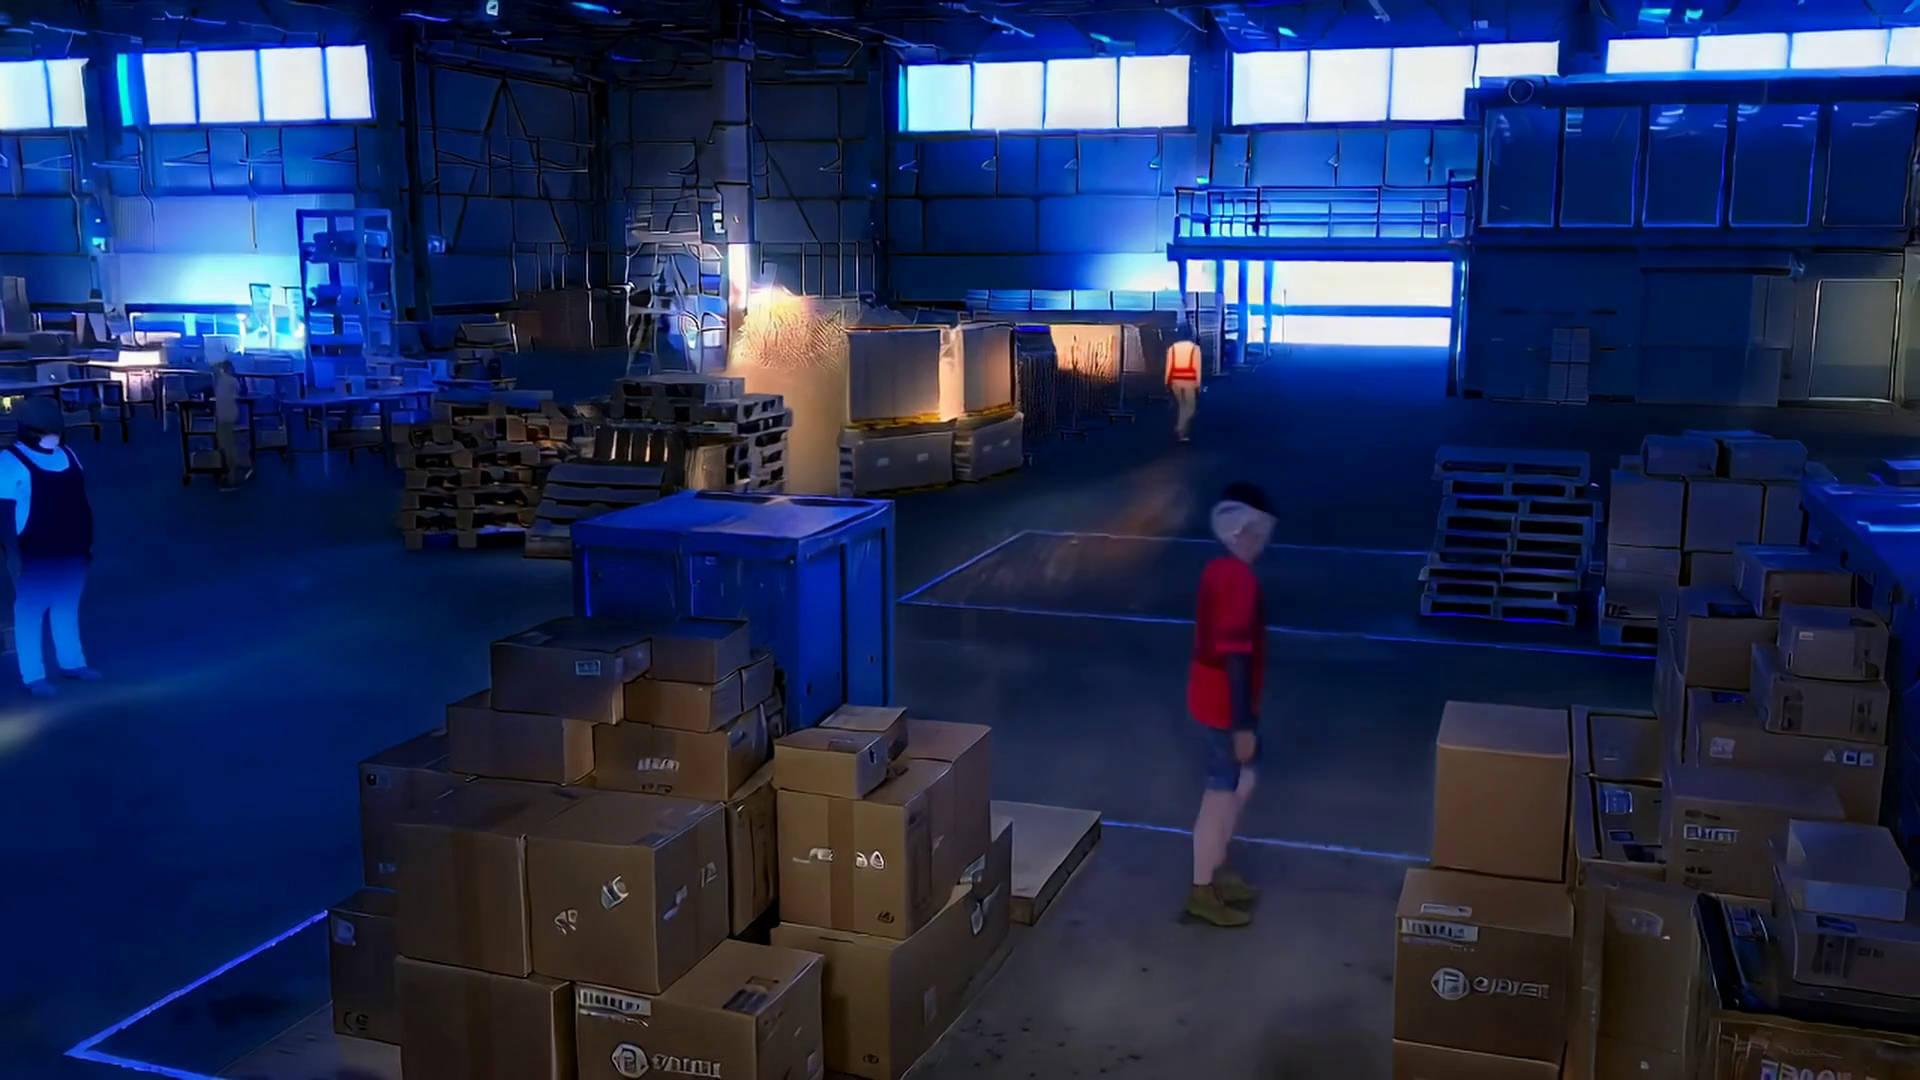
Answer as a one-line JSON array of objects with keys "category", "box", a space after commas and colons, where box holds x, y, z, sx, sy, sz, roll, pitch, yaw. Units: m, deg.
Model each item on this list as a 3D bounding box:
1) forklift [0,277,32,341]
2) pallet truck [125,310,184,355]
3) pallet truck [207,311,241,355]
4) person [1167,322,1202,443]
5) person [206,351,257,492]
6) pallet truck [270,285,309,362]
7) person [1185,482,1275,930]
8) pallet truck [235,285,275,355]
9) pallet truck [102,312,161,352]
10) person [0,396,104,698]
[{"category": "forklift", "box": [-27.151, -6.329, 46.328, 1.157, 1.987, 2.680, 3, 11, 17]}, {"category": "pallet truck", "box": [-22.038, -5.665, 45.457, 0.704, 1.261, 1.522, 3, 11, 17]}, {"category": "pallet truck", "box": [-19.537, -5.575, 44.913, 0.653, 1.274, 1.630, 3, 11, 19]}, {"category": "person", "box": [3.391, -2.378, 25.343, 0.579, 1.868, 0.621, 6, 12, 31]}, {"category": "person", "box": [-8.991, -1.447, 20.403, 0.401, 1.743, 0.538, -3, 10, -15]}, {"category": "pallet truck", "box": [-17.147, -5.700, 43.663, 0.823, 1.965, 1.885, 3, 11, 17]}, {"category": "person", "box": [1.188, 0.754, 7.387, 0.366, 1.996, 0.651, 1, 10, 6]}, {"category": "pallet truck", "box": [-18.327, -5.835, 44.421, 0.823, 1.965, 1.885, 4, 11, 23]}, {"category": "pallet truck", "box": [-23.057, -5.777, 46.261, 0.680, 1.201, 1.601, 3, 11, 19]}, {"category": "person", "box": [-6.156, 0.027, 11.289, 0.536, 2.000, 0.676, 3, 11, 17]}]
